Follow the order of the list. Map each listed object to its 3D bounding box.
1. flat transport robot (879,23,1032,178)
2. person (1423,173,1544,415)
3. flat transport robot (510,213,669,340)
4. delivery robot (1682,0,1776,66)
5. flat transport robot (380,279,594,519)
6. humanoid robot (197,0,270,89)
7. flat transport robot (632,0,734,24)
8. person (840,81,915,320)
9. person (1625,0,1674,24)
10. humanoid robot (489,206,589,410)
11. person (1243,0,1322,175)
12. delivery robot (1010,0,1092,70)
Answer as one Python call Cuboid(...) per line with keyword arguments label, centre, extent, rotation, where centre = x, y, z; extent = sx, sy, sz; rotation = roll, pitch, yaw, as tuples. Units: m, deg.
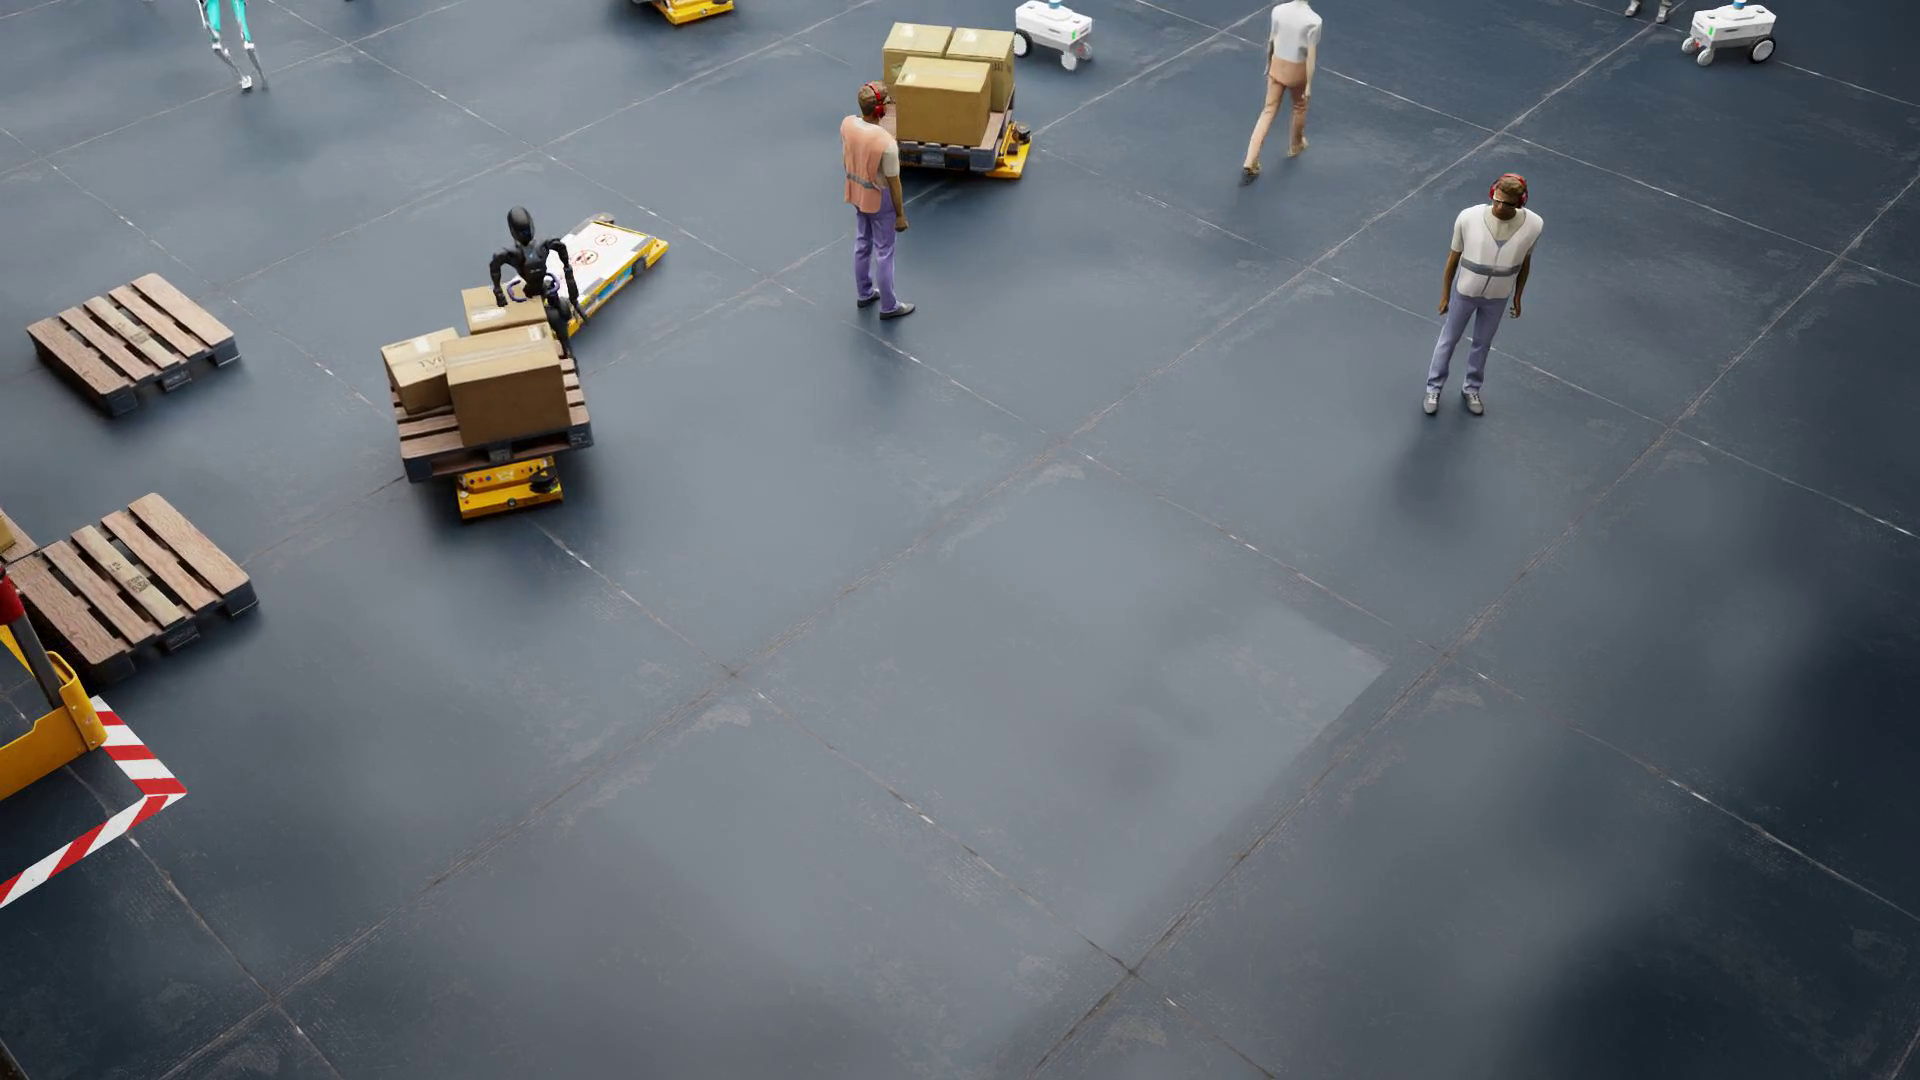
Cuboid(label="flat transport robot", centre=(-0.135, -3.405, 14.311), extent=(1.431, 0.231, 0.659), rotation=(7, 42, 8))
Cuboid(label="person", centre=(3.515, -1.662, 11.200), extent=(0.563, 1.839, 0.396), rotation=(3, 42, 3))
Cuboid(label="flat transport robot", centre=(-2.913, -2.038, 12.791), extent=(0.659, 0.231, 1.431), rotation=(18, 45, 19))
Cuboid(label="delivery robot", centre=(7.270, -4.792, 15.653), extent=(0.815, 0.614, 0.499), rotation=(-9, 43, -10))
Cuboid(label="flat transport robot", centre=(-3.152, -0.708, 11.313), extent=(0.659, 0.231, 1.431), rotation=(-13, 44, -14))
Cuboid(label="humanoid robot", centre=(-6.589, -4.808, 14.813), extent=(0.542, 1.824, 0.794), rotation=(-11, 43, -12))
Cuboid(label="flat transport robot", centre=(-2.909, -5.602, 16.753), extent=(0.659, 0.231, 1.431), rotation=(-24, 47, -24))
Cuboid(label="person", centre=(-0.621, -2.448, 12.068), extent=(0.390, 1.846, 0.565), rotation=(-33, 51, -31))
Cuboid(label="person", centre=(6.798, -5.899, 15.917), extent=(0.570, 1.830, 0.394), rotation=(21, 46, 22))
Cuboid(label="humanoid robot", centre=(-2.841, -1.586, 11.248), extent=(0.591, 1.627, 0.485), rotation=(-20, 46, -21))
Cuboid(label="person", centre=(2.704, -3.860, 13.742), extent=(0.485, 1.711, 0.883), rotation=(26, 48, 26))
Cuboid(label="delivery robot", centre=(0.868, -4.803, 15.647), extent=(0.793, 0.590, 0.499), rotation=(27, 48, 26))
